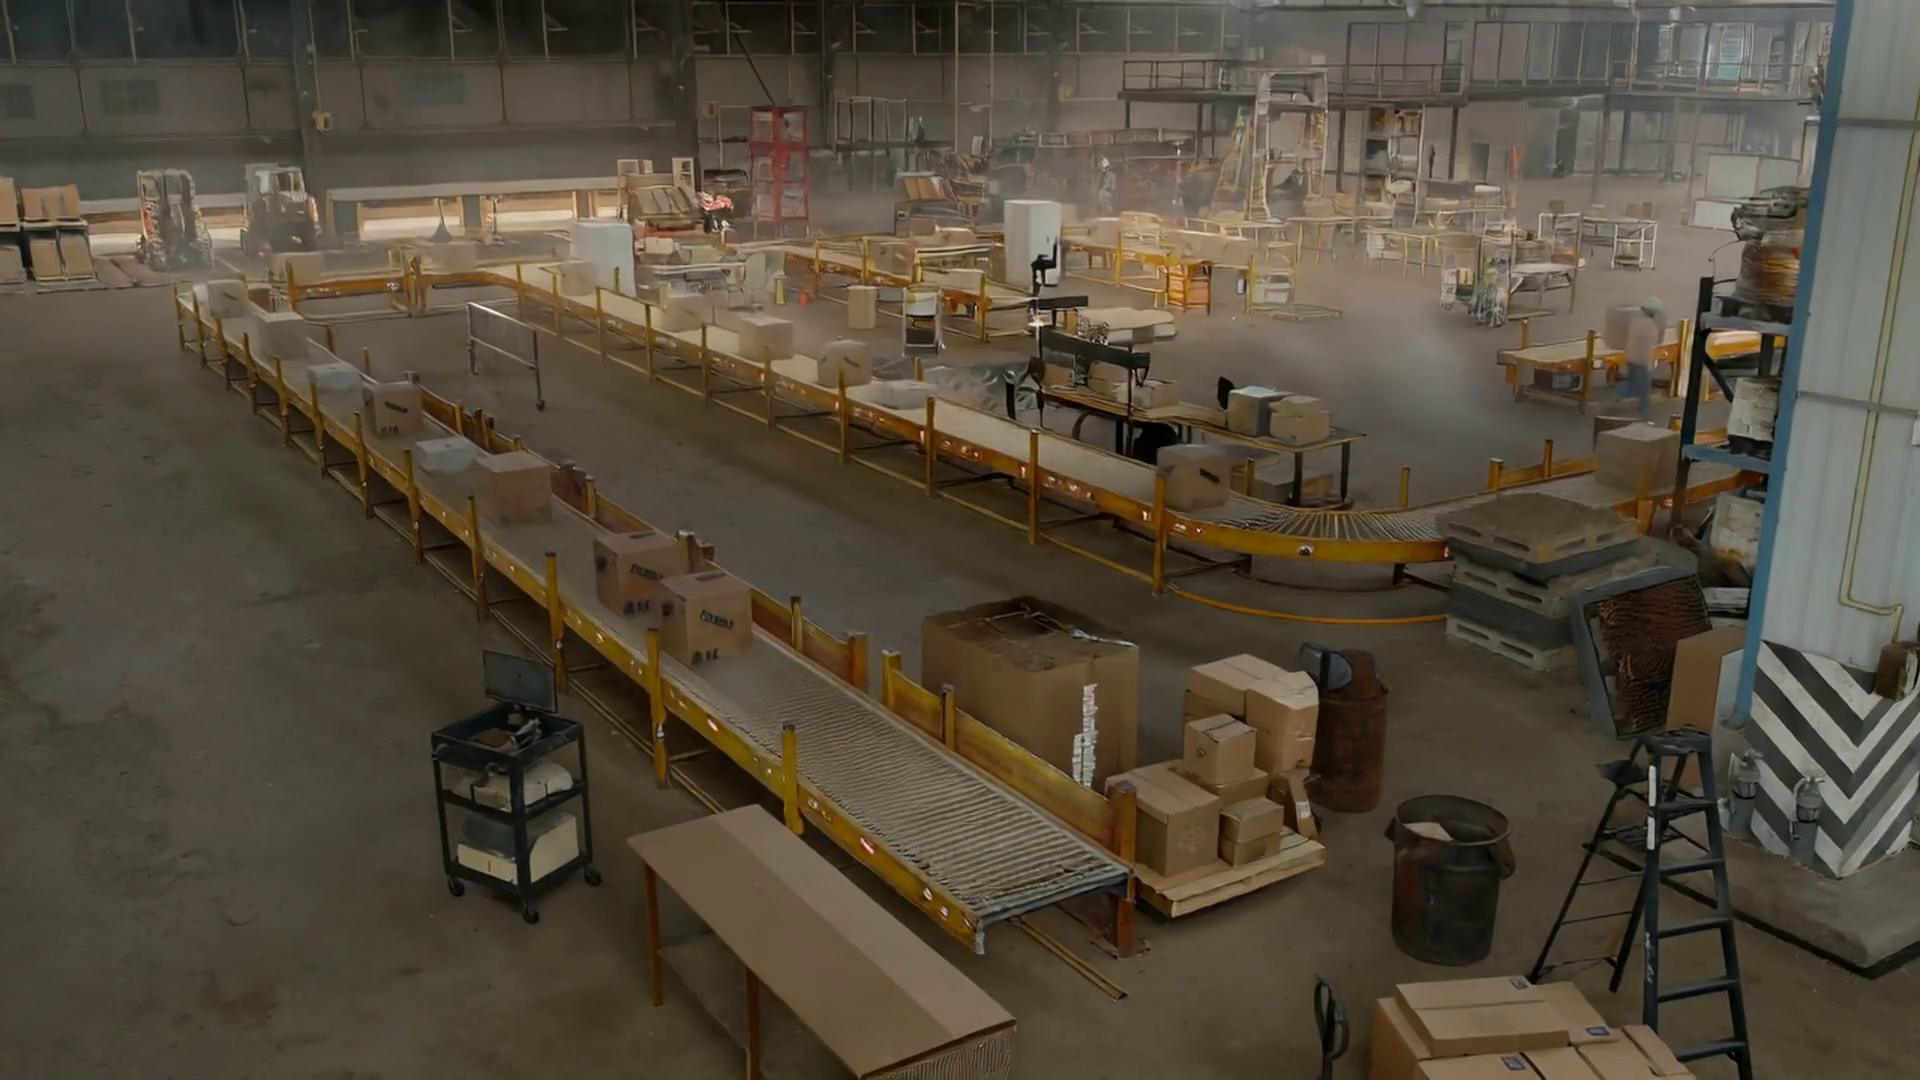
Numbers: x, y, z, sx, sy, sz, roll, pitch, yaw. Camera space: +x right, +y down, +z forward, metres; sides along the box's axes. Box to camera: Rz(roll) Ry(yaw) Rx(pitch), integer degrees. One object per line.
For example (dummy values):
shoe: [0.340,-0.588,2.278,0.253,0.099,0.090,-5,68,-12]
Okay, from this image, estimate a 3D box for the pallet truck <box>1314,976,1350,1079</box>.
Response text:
pallet truck: [2.299,2.390,7.086,1.601,1.201,0.680,-2,17,-7]

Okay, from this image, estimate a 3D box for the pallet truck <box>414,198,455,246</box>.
pallet truck: [-13.250,-8.060,41.856,0.680,1.201,1.601,-10,20,-31]

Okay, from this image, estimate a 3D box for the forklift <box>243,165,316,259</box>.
forklift: [-15.898,-7.669,38.708,1.157,1.987,2.680,-11,20,-33]

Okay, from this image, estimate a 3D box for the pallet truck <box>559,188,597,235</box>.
pallet truck: [-10.010,-8.652,43.699,0.653,1.274,1.630,-10,20,-31]

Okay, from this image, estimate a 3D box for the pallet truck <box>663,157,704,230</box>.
pallet truck: [-7.586,-9.308,44.692,0.823,1.965,1.885,-11,20,-33]

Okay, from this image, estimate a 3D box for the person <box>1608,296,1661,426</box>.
person: [8.913,-2.346,21.953,0.725,1.743,0.519,-6,18,-20]

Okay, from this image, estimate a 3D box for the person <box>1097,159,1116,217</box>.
person: [3.742,-8.786,42.877,0.381,2.045,0.605,-11,20,-33]

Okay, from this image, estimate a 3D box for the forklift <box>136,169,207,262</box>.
forklift: [-17.842,-7.318,37.559,1.157,1.987,2.680,-10,20,-31]

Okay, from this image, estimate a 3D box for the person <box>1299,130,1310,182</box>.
person: [12.385,-13.828,59.956,0.382,1.874,0.585,10,20,31]

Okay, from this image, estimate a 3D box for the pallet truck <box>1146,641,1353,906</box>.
pallet truck: [1.664,1.407,10.232,1.630,1.274,0.653,-10,20,-31]

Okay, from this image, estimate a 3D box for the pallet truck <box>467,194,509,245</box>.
pallet truck: [-11.983,-8.177,42.137,0.704,1.261,1.522,-11,20,-33]

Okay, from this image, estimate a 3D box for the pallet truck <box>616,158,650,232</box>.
pallet truck: [-8.918,-9.176,44.255,0.823,1.965,1.885,-9,19,-27]
